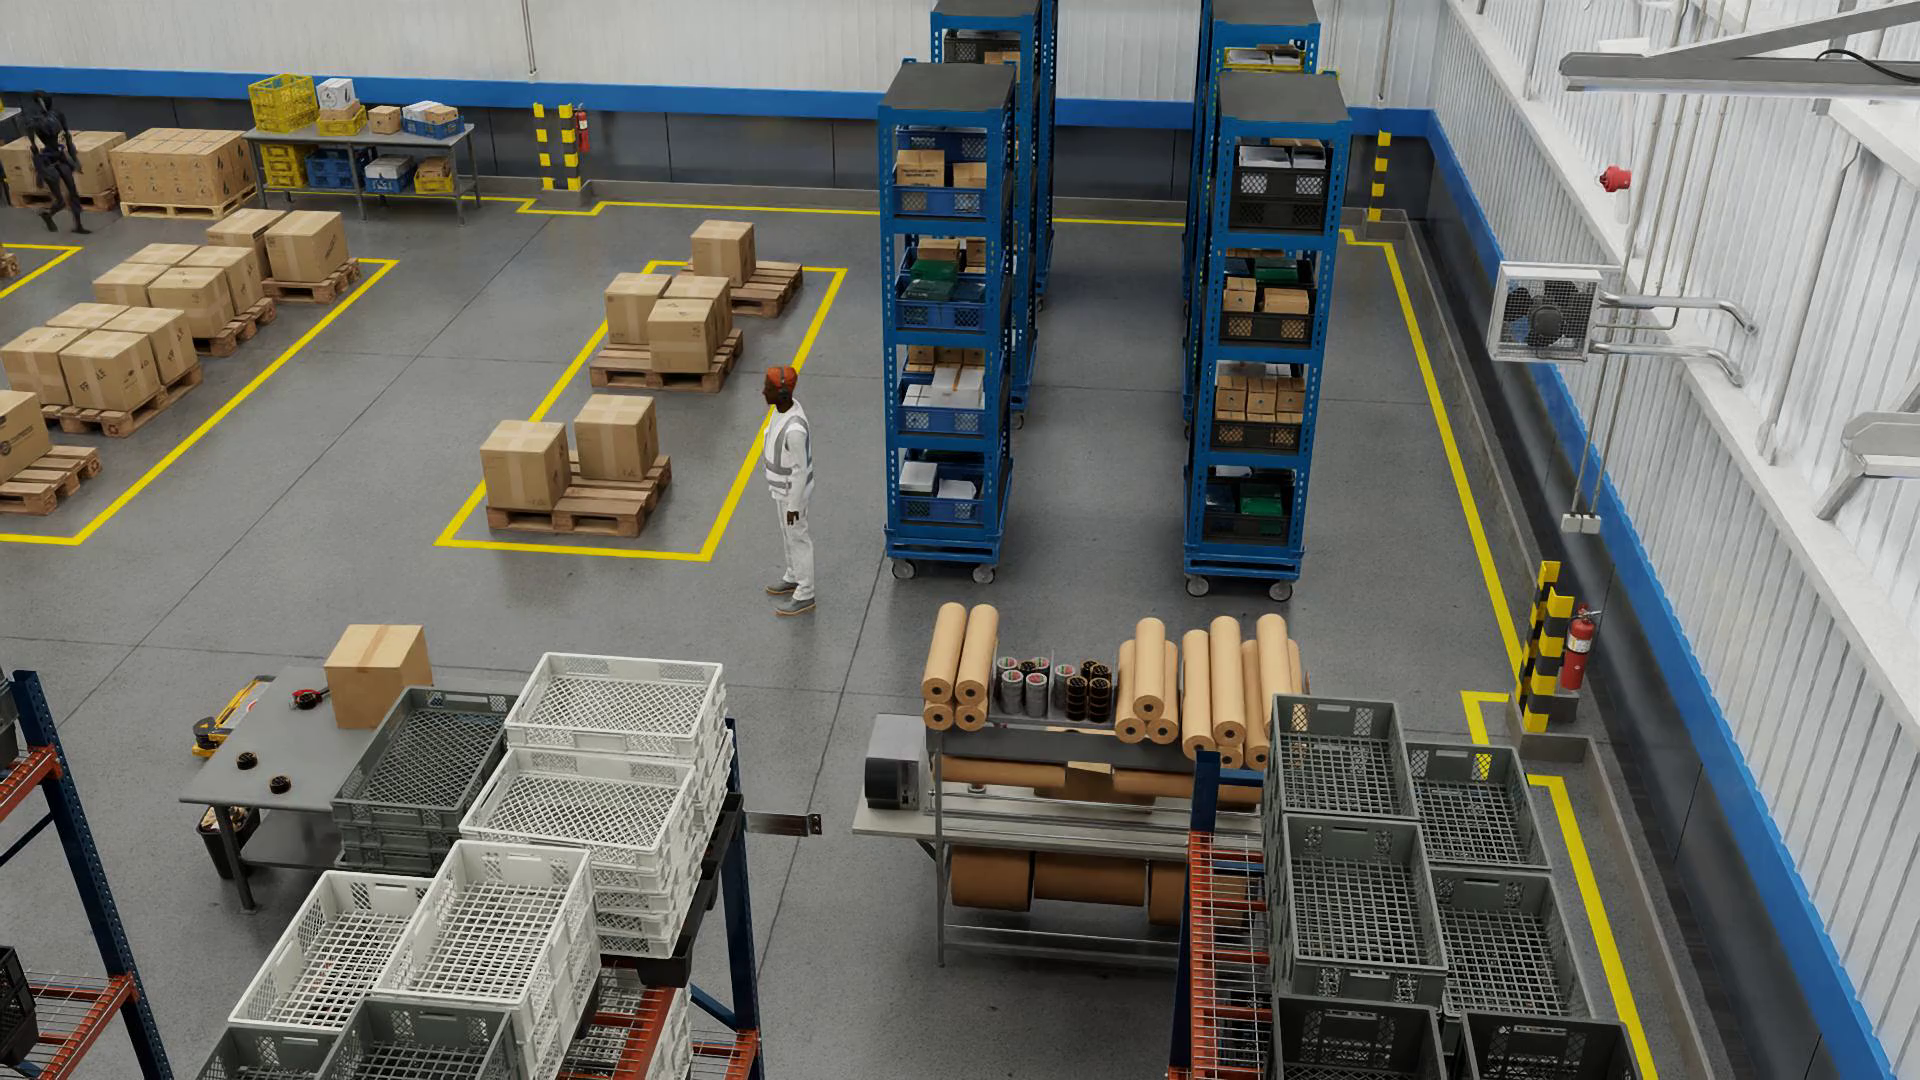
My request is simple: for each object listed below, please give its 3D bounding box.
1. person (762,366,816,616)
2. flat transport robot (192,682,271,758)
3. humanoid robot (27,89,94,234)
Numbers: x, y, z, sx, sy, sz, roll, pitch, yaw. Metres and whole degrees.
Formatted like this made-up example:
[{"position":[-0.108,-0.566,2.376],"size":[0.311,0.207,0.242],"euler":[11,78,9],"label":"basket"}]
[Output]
[{"position":[-1.209,-0.356,11.682],"size":[0.356,1.882,0.573],"euler":[-9,31,-15],"label":"person"},{"position":[-4.089,1.163,10.648],"size":[1.431,0.197,0.652],"euler":[3,30,6],"label":"flat transport robot"},{"position":[-10.102,-4.194,18.487],"size":[0.437,1.644,0.613],"euler":[10,32,17],"label":"humanoid robot"}]
